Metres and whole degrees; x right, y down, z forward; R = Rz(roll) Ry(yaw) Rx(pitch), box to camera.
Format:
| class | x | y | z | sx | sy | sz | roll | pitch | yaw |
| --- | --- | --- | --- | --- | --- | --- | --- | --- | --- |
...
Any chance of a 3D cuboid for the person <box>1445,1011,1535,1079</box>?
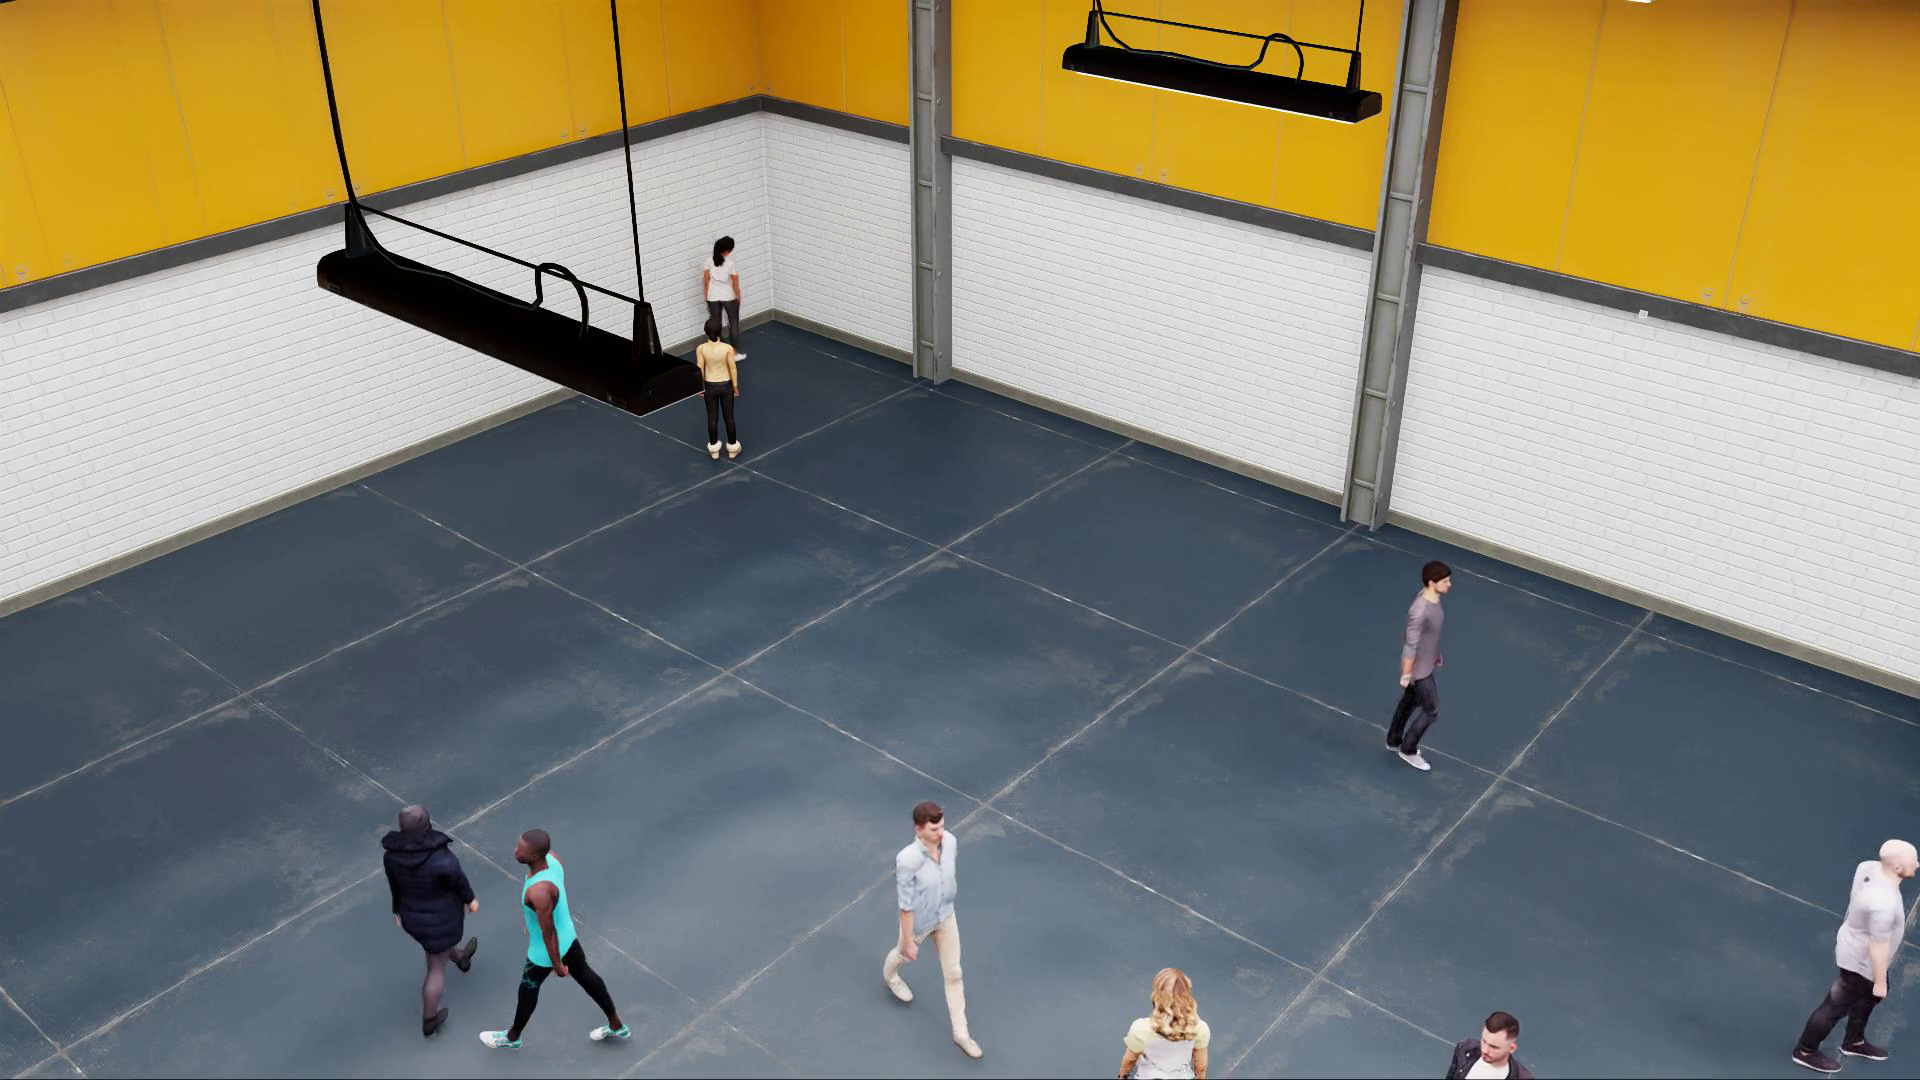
| class | x | y | z | sx | sy | sz | roll | pitch | yaw |
| --- | --- | --- | --- | --- | --- | --- | --- | --- | --- |
| person | 2.853 | 3.307 | 9.165 | 0.733 | 1.837 | 0.512 | -25 | 37 | -38 |

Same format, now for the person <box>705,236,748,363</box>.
| class | x | y | z | sx | sy | sz | roll | pitch | yaw |
| --- | --- | --- | --- | --- | --- | --- | --- | --- | --- |
| person | -3.030 | -3.054 | 21.048 | 0.716 | 1.624 | 0.802 | -6 | 29 | -10 |

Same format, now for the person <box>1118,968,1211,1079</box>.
| class | x | y | z | sx | sy | sz | roll | pitch | yaw |
| --- | --- | --- | --- | --- | --- | --- | --- | --- | --- |
| person | 1.187 | 3.217 | 9.476 | 0.947 | 1.696 | 1.046 | -6 | 29 | -11 |

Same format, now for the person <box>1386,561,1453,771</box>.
| class | x | y | z | sx | sy | sz | roll | pitch | yaw |
| --- | --- | --- | --- | --- | --- | --- | --- | --- | --- |
| person | 3.635 | 0.965 | 13.455 | 0.743 | 1.839 | 0.755 | 12 | 31 | 21 |

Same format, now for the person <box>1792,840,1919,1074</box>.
| class | x | y | z | sx | sy | sz | roll | pitch | yaw |
| --- | --- | --- | --- | --- | --- | --- | --- | --- | --- |
| person | 5.579 | 2.605 | 10.473 | 0.924 | 1.818 | 0.834 | 10 | 30 | 18 |

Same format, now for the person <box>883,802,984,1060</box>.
| class | x | y | z | sx | sy | sz | roll | pitch | yaw |
| --- | --- | --- | --- | --- | --- | --- | --- | --- | --- |
| person | -0.271 | 2.428 | 10.815 | 0.868 | 1.801 | 1.299 | -21 | 35 | -34 |

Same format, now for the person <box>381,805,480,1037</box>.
| class | x | y | z | sx | sy | sz | roll | pitch | yaw |
| --- | --- | --- | --- | --- | --- | --- | --- | --- | --- |
| person | -3.481 | 2.503 | 10.862 | 1.105 | 1.623 | 0.991 | 8 | 30 | 15 |

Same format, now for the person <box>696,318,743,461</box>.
| class | x | y | z | sx | sy | sz | roll | pitch | yaw |
| --- | --- | --- | --- | --- | --- | --- | --- | --- | --- |
| person | -2.692 | -1.698 | 18.525 | 0.688 | 1.660 | 0.752 | -2 | 29 | -3 |

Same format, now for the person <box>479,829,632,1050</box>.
| class | x | y | z | sx | sy | sz | roll | pitch | yaw |
| --- | --- | --- | --- | --- | --- | --- | --- | --- | --- |
| person | -2.488 | 2.572 | 10.588 | 1.237 | 1.764 | 1.081 | 1 | 29 | 2 |
